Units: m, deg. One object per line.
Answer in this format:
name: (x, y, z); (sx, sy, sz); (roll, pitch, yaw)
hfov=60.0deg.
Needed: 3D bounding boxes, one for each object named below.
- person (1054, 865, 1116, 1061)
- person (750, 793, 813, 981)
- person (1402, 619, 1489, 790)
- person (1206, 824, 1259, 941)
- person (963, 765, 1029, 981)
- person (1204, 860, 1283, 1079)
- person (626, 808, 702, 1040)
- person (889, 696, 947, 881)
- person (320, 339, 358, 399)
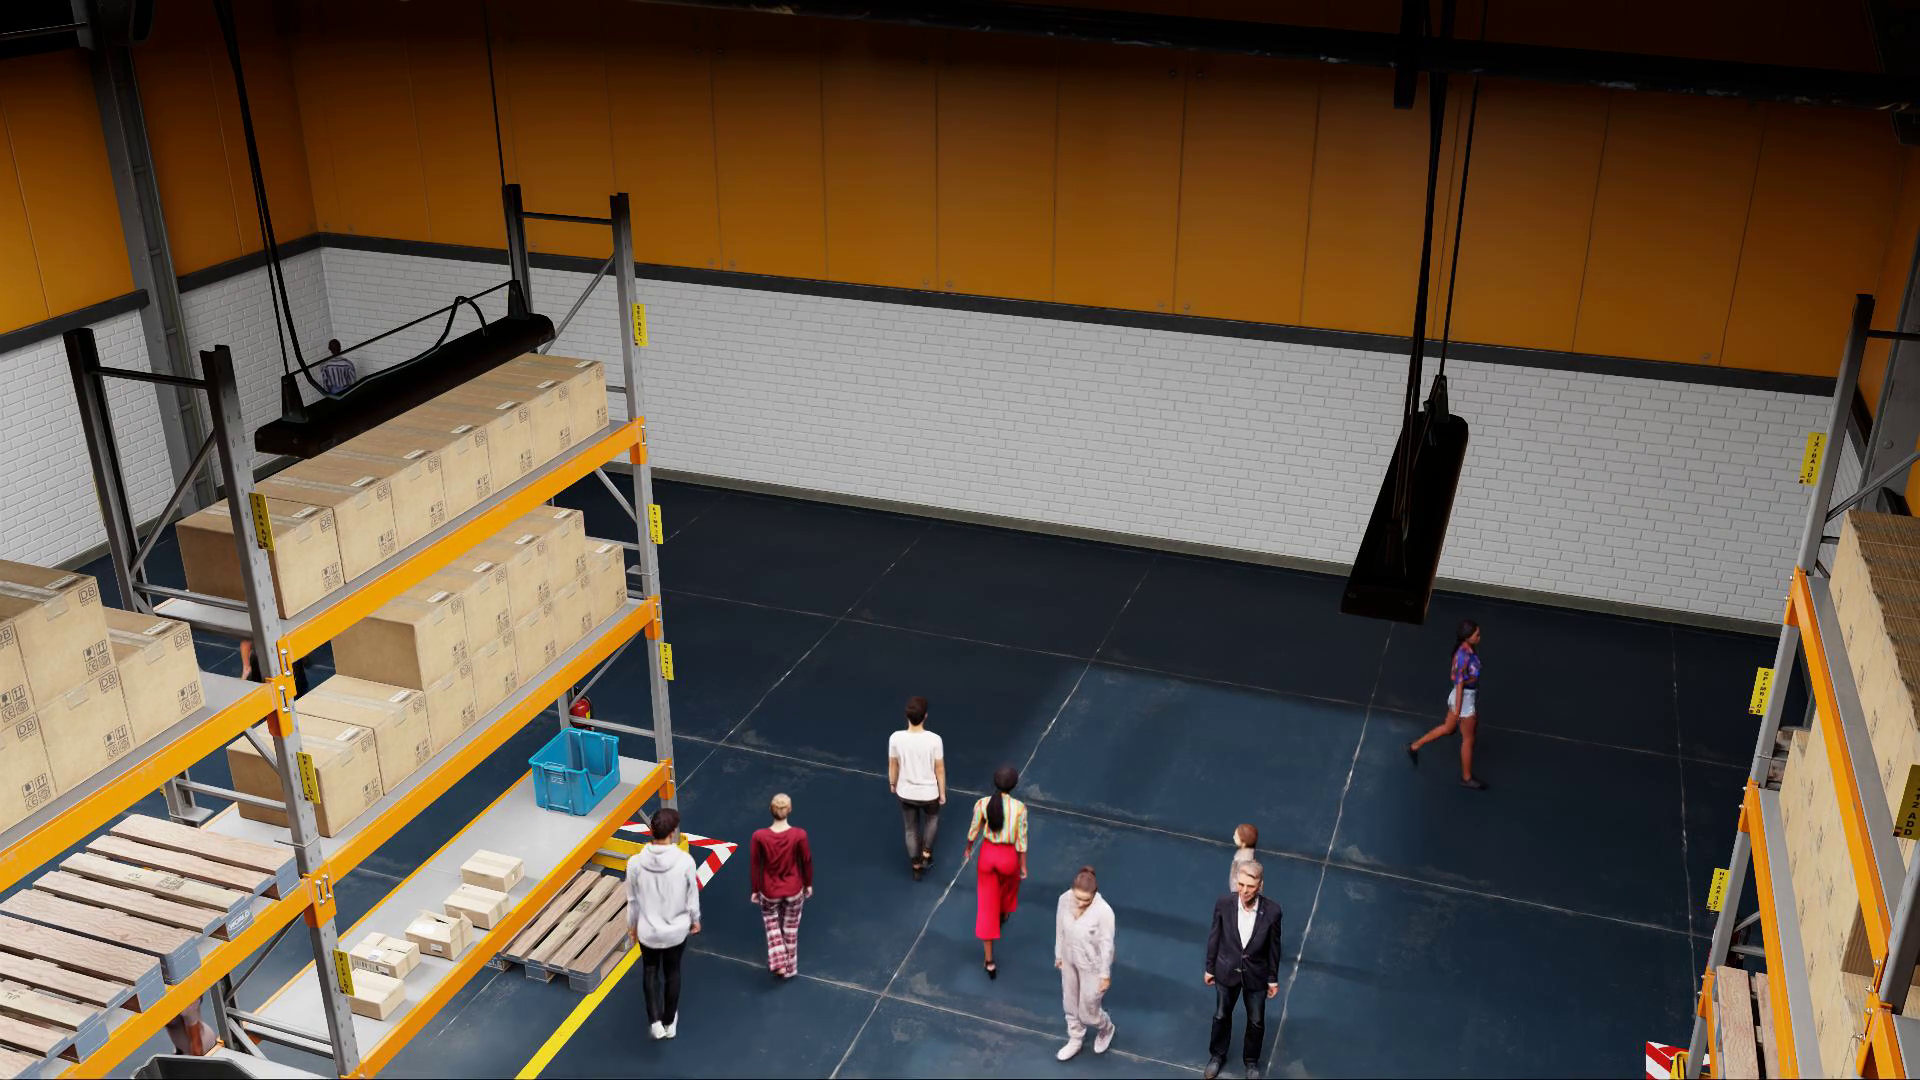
person: (0.973, 3.057, 12.165); (0.758, 1.671, 0.794); (18, 30, 36)
person: (-1.386, 2.732, 12.891); (0.765, 1.686, 0.798); (-2, 24, -5)
person: (4.637, 1.514, 15.634); (0.632, 1.720, 0.973); (9, 25, 19)
person: (2.325, 2.803, 13.361); (0.585, 1.180, 0.763); (10, 26, 22)
person: (0.304, 2.632, 13.050); (0.825, 1.741, 1.119); (3, 24, 6)
person: (2.037, 3.076, 11.942); (0.698, 1.815, 0.588); (7, 24, 15)
person: (-2.162, 2.903, 12.227); (0.873, 1.905, 0.938); (-4, 24, -10)
person: (-0.369, 2.154, 14.180); (0.715, 1.713, 0.675); (2, 24, 4)
person: (-8.719, -1.975, 23.524); (0.705, 1.794, 0.705); (-4, 24, -9)
